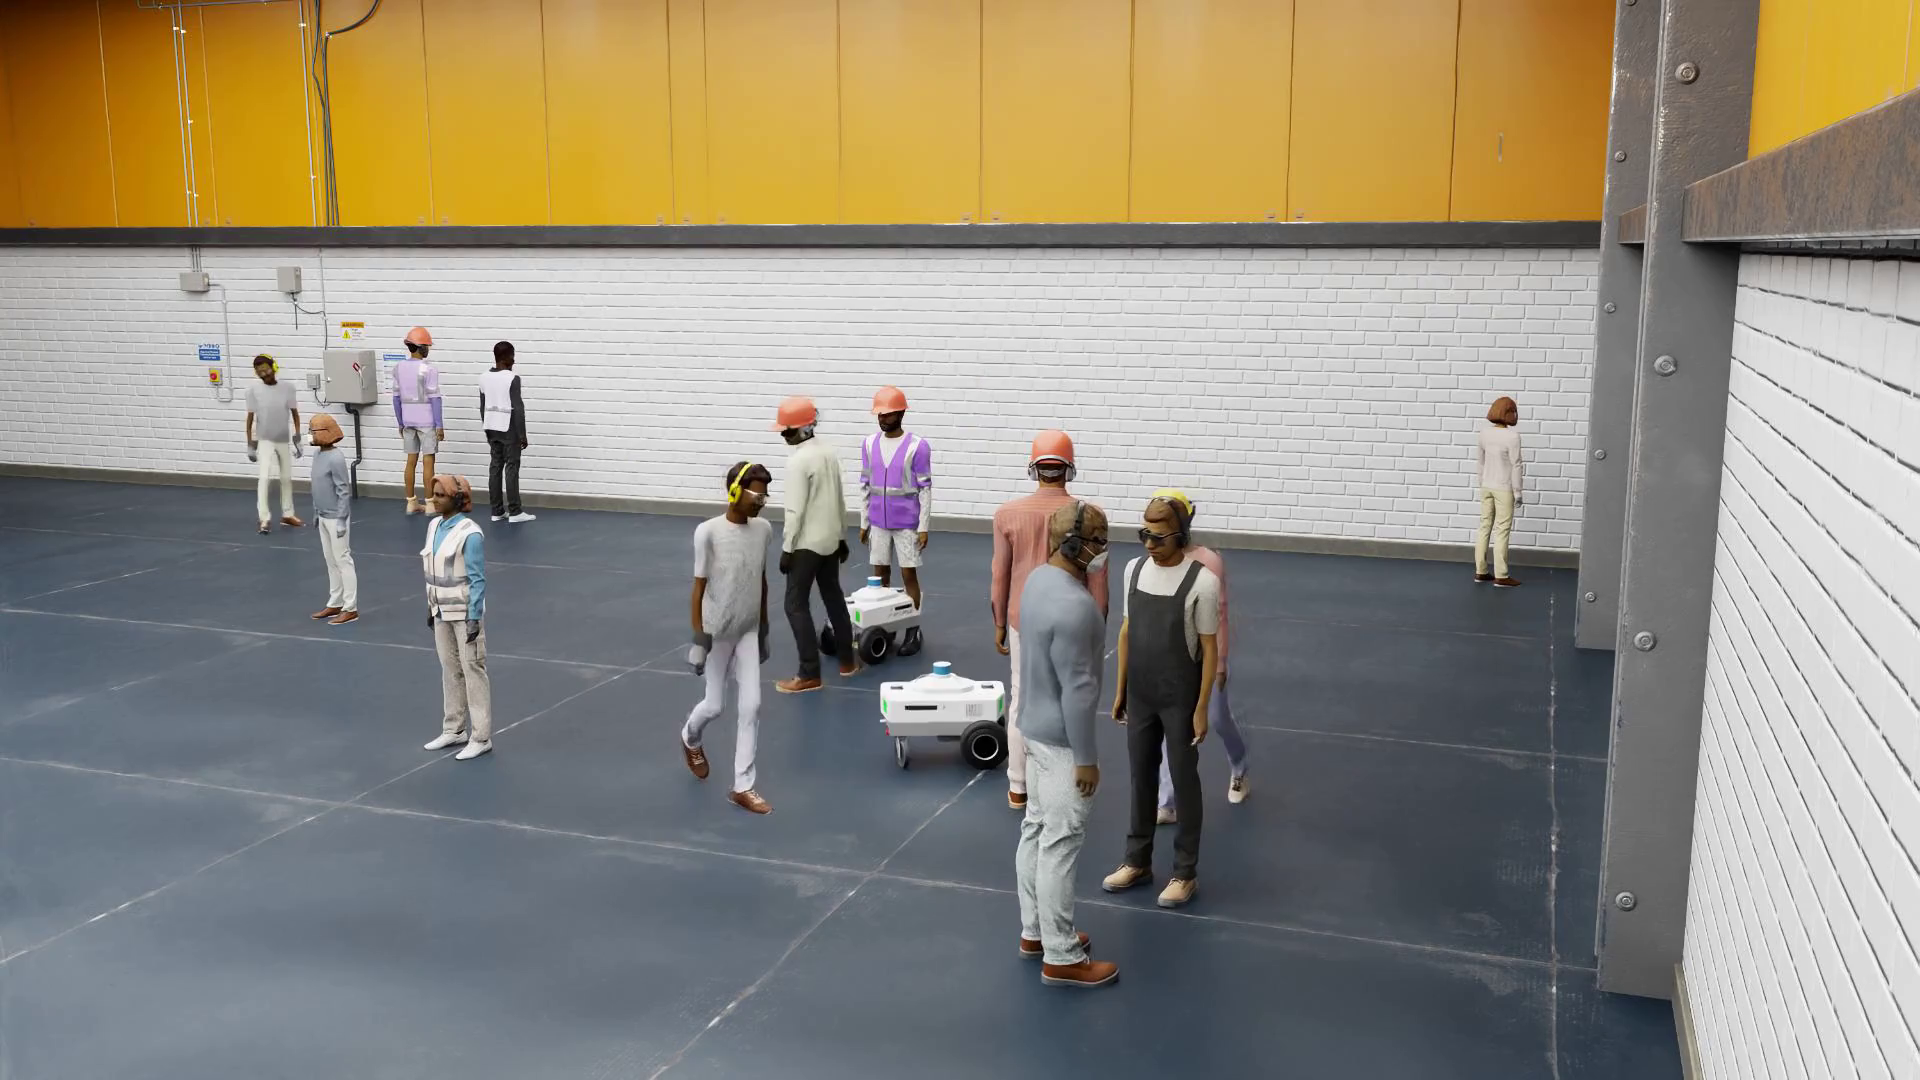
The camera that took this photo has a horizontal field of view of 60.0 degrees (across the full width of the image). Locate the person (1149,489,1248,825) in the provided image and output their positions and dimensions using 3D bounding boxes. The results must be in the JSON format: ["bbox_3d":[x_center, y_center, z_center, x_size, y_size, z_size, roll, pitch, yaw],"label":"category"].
[{"bbox_3d":[1.225,0.575,8.527,0.860,1.711,0.588,-9,13,-41],"label":"person"}]

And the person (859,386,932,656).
[{"bbox_3d":[-0.480,-0.132,11.857,0.552,1.935,0.374,5,11,24],"label":"person"}]

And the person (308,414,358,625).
[{"bbox_3d":[-4.878,-0.165,12.890,0.285,1.634,0.499,-9,13,-40],"label":"person"}]

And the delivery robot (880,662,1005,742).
[{"bbox_3d":[-0.103,0.937,9.464,0.707,0.478,0.477,0,10,-2],"label":"delivery robot"}]

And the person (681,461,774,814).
[{"bbox_3d":[-1.254,0.478,8.764,0.543,1.828,0.816,-9,14,-42],"label":"person"}]

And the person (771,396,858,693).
[{"bbox_3d":[-0.948,0.007,11.094,0.421,1.952,0.841,4,11,20],"label":"person"}]

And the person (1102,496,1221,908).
[{"bbox_3d":[0.903,0.708,7.401,0.506,1.840,0.343,9,13,40],"label":"person"}]

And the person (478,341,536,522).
[{"bbox_3d":[-4.828,-1.139,17.607,0.587,1.909,0.390,6,12,31],"label":"person"}]

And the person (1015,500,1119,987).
[{"bbox_3d":[0.410,0.798,6.633,0.375,1.933,0.627,-2,10,-12],"label":"person"}]

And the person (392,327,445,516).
[{"bbox_3d":[-5.833,-1.281,18.031,0.615,2.041,0.392,5,11,25],"label":"person"}]

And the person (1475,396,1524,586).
[{"bbox_3d":[4.646,-0.418,14.317,0.287,1.635,0.499,-5,11,-25],"label":"person"}]

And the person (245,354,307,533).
[{"bbox_3d":[-7.016,-0.986,16.999,0.621,1.824,0.708,-8,13,-39],"label":"person"}]

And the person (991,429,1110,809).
[{"bbox_3d":[0.465,0.421,8.608,0.615,1.987,0.407,2,10,9],"label":"person"}]

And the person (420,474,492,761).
[{"bbox_3d":[-2.883,0.429,9.524,0.514,1.645,0.308,9,13,40],"label":"person"}]

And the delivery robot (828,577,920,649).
[{"bbox_3d":[-0.607,0.505,11.895,0.477,0.478,0.707,8,13,40],"label":"delivery robot"}]
